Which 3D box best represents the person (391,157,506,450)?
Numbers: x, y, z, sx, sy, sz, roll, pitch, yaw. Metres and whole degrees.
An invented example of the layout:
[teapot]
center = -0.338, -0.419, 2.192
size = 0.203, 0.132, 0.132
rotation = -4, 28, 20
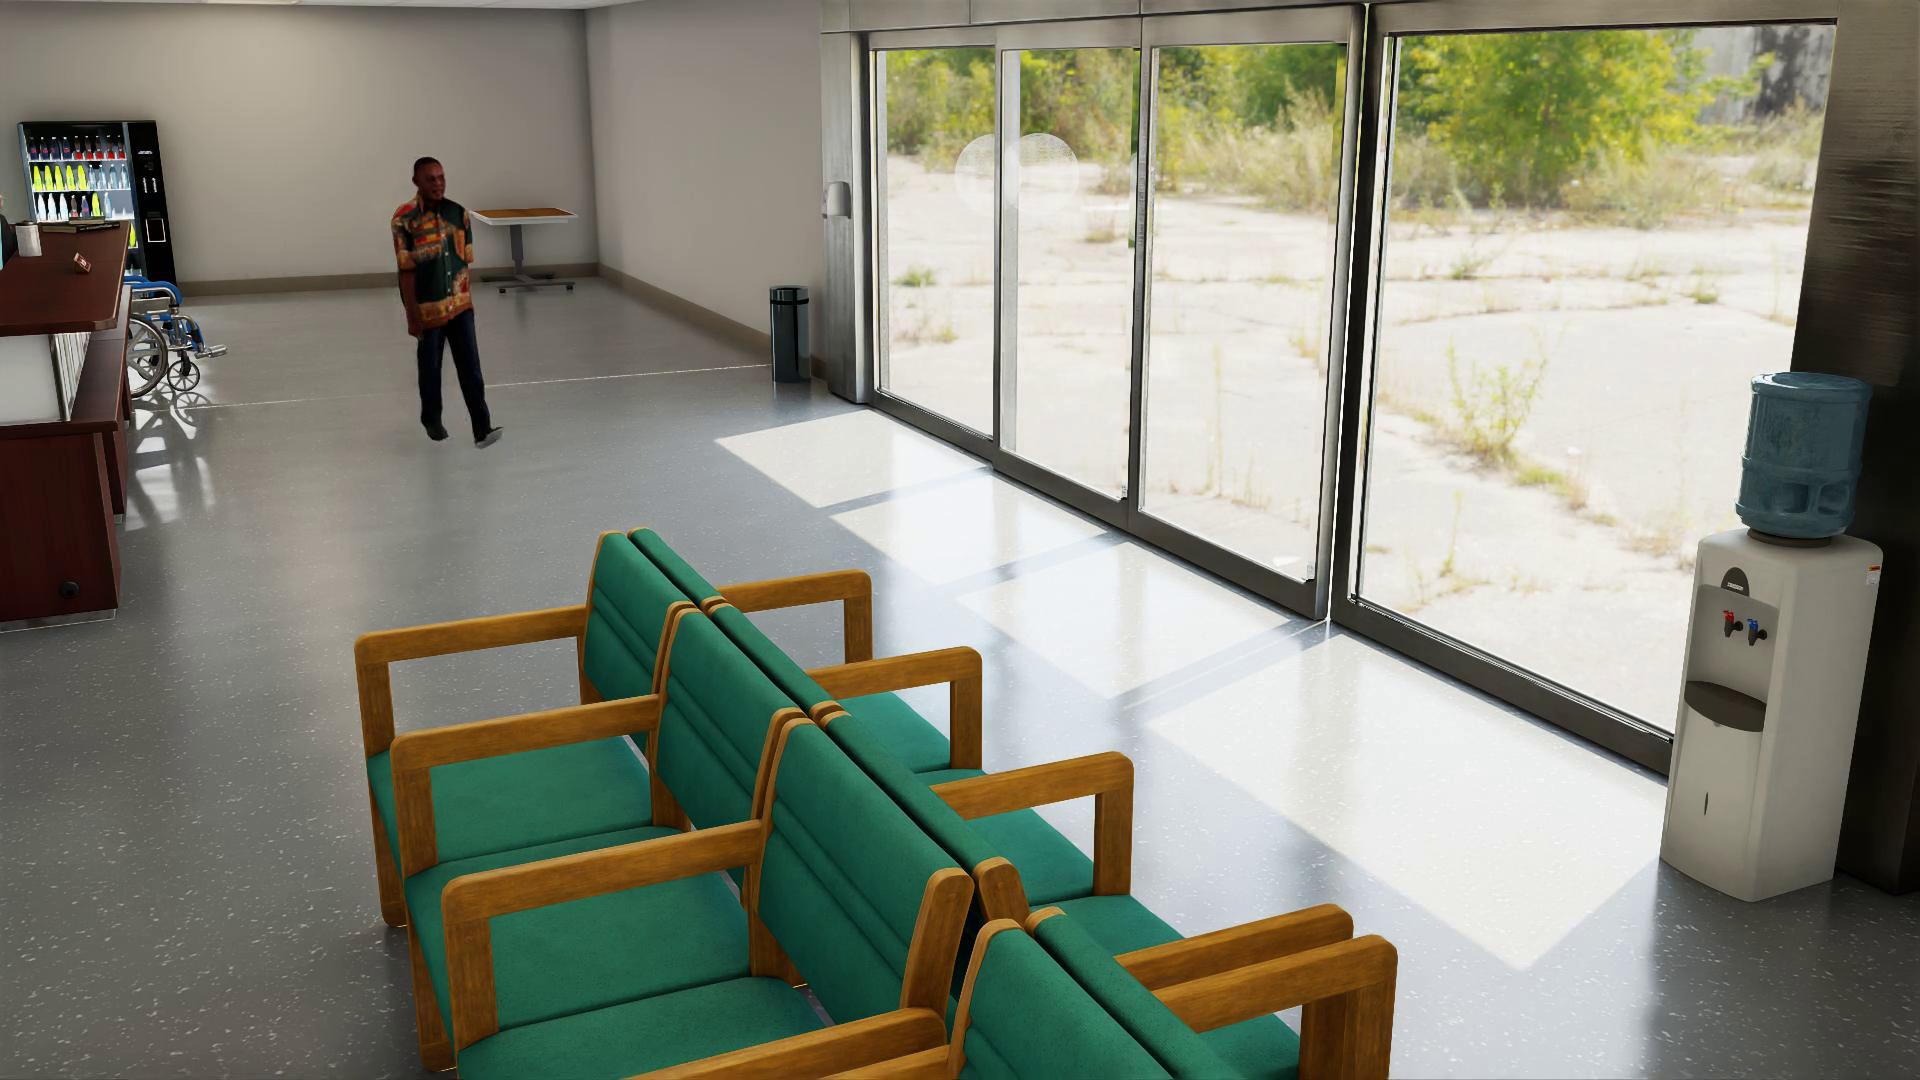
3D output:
[person]
center = -3.268, -1.431, 10.294
size = 1.181, 1.756, 0.975
rotation = -14, 21, -40
